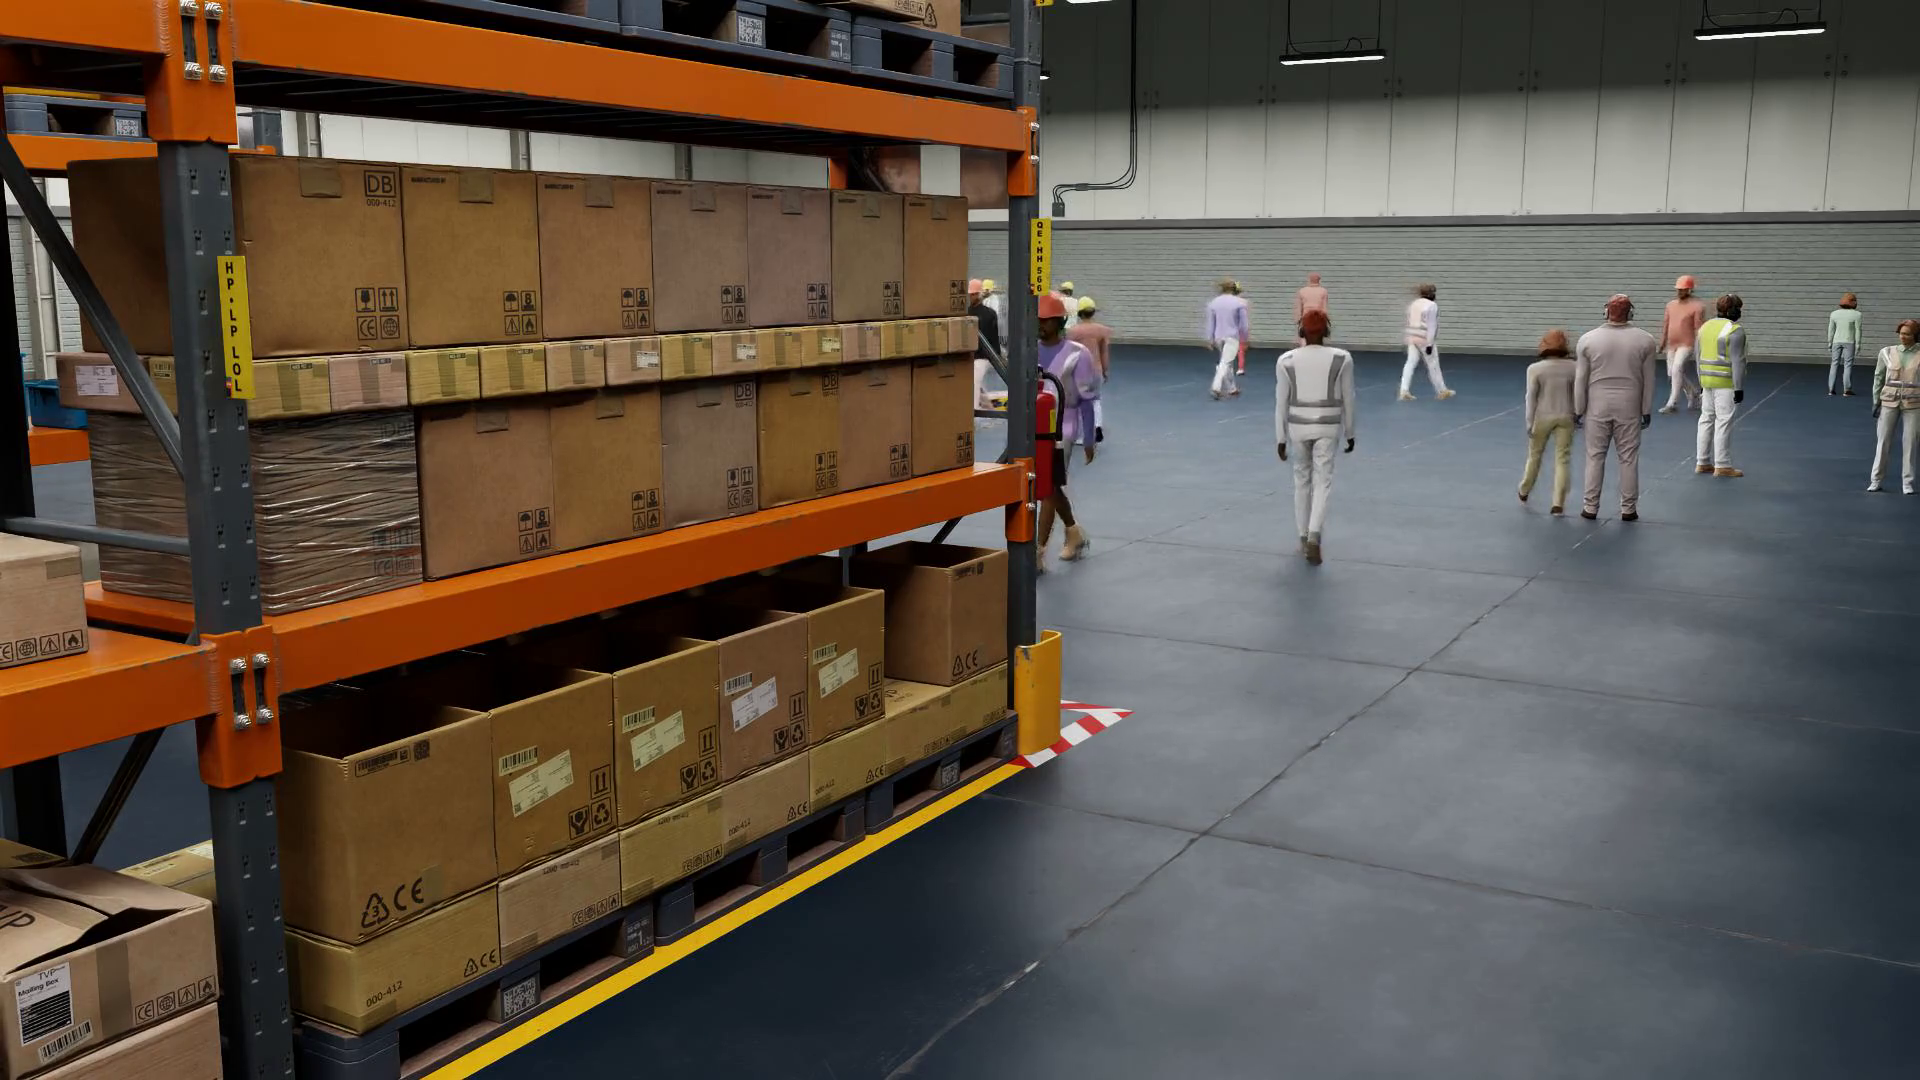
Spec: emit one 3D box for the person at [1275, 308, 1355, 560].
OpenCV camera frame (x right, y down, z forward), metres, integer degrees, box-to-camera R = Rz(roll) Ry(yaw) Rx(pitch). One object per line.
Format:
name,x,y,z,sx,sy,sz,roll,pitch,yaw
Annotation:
person,2.620,-0.796,12.351,0.573,1.857,0.919,4,10,21

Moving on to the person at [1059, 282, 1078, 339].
person,2.093,-4.074,31.877,0.548,1.734,0.784,7,12,35

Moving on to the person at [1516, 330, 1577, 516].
person,5.137,-1.033,14.508,0.504,1.582,0.894,1,10,5

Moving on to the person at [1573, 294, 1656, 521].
person,5.522,-1.115,14.058,0.639,1.911,0.402,4,10,20

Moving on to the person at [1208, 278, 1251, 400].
person,4.151,-3.125,25.903,0.634,1.896,1.022,9,14,44

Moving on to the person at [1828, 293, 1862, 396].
person,14.179,-3.130,26.657,0.281,1.631,0.504,-7,12,-37

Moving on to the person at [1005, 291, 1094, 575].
person,0.670,-0.780,11.867,0.624,1.998,1.041,6,12,33

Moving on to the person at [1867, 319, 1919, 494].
person,8.856,-1.250,15.635,0.513,1.638,0.313,7,12,34

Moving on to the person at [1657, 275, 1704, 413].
person,10.326,-2.792,23.717,0.861,1.968,0.619,-4,11,-23

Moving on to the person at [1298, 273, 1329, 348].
person,7.391,-4.654,34.865,0.646,1.879,0.883,4,10,21

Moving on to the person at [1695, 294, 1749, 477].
person,7.749,-1.566,16.887,0.429,1.842,0.634,-2,10,-12

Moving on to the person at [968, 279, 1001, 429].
person,0.234,-2.347,21.177,0.641,1.952,1.018,8,12,38

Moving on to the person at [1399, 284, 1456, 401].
person,7.205,-3.035,25.630,0.946,1.790,0.650,-4,10,-21

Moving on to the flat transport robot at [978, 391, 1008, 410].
flat transport robot,0.573,-2.020,24.138,0.652,0.197,1.431,6,11,31

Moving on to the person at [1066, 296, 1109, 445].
person,1.493,-1.972,19.497,0.542,1.753,0.446,-2,10,-12

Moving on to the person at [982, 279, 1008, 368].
person,0.644,-4.098,31.884,0.875,1.794,0.595,-3,10,-19

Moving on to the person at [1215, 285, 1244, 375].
person,5.148,-3.986,31.410,0.525,1.717,0.920,-3,10,-16
